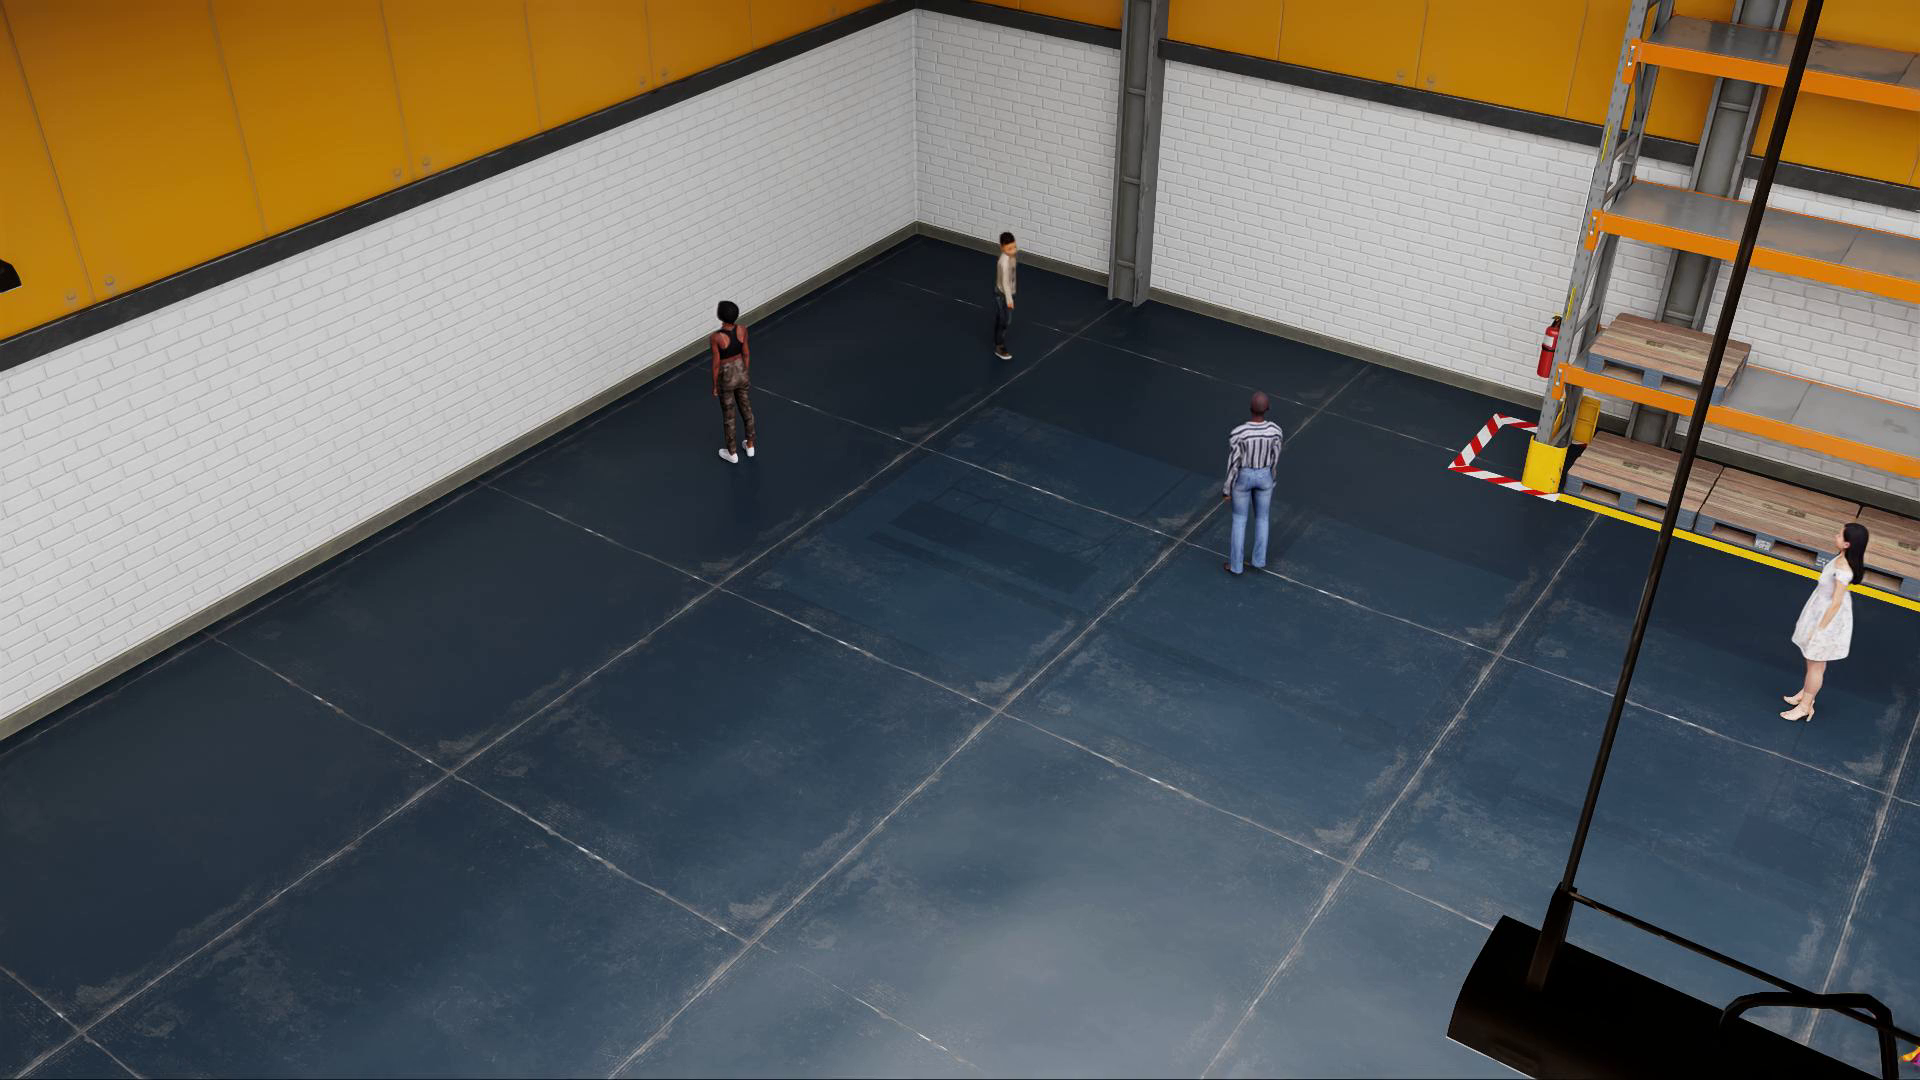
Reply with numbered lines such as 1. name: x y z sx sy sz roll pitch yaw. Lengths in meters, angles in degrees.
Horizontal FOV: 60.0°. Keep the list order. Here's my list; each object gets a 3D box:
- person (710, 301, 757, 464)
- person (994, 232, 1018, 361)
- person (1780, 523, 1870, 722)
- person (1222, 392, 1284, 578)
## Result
1. person: -2.197 -1.546 16.071 0.638 1.698 0.629 -22 40 -30
2. person: 0.467 -2.705 18.042 0.705 1.446 0.775 -2 34 -3
3. person: 6.616 0.629 12.730 0.618 1.774 0.634 20 39 27
4. person: 2.523 -0.472 14.366 0.693 1.795 0.753 -5 34 -8
